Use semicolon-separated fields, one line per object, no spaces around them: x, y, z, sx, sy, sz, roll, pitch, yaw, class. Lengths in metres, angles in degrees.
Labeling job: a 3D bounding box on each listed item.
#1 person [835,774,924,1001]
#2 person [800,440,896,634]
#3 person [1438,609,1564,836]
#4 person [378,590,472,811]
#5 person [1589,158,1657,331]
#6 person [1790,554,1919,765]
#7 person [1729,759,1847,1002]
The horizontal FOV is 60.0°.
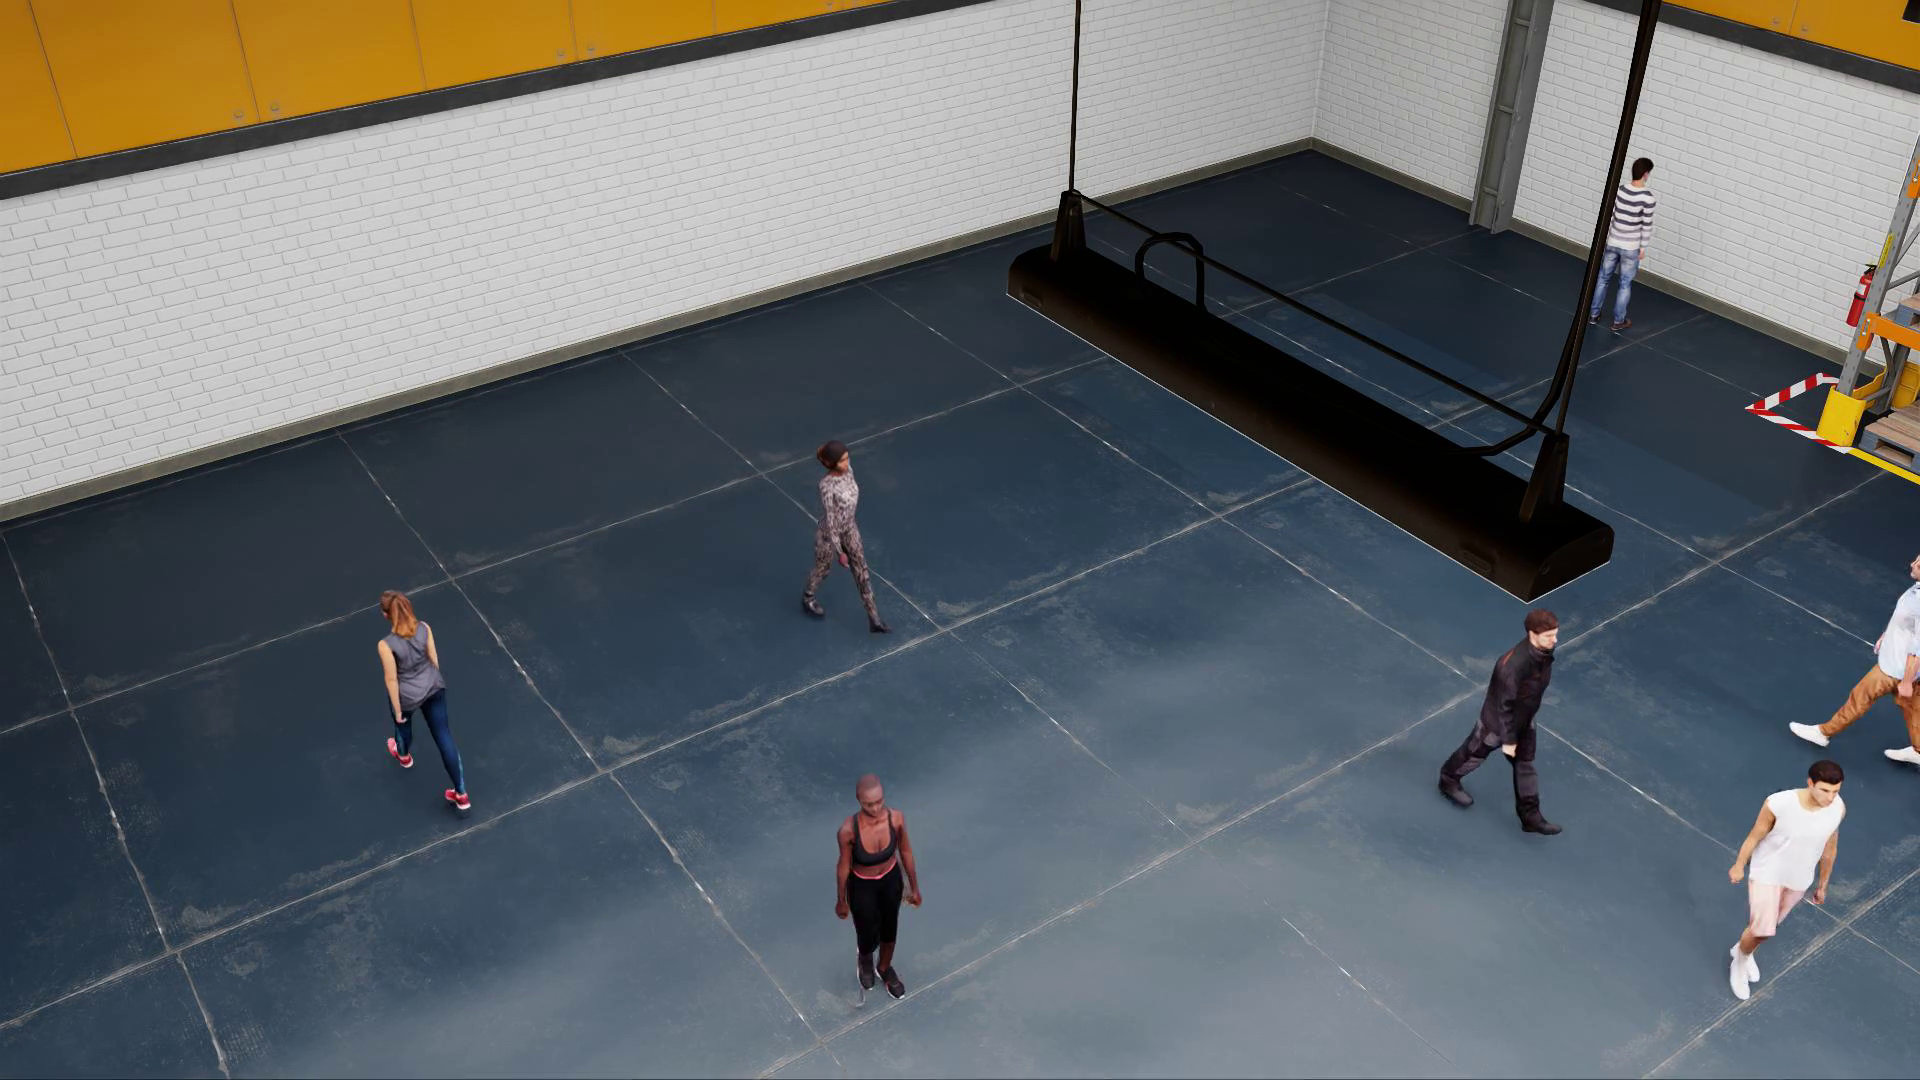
-0.539;2.034;9.947;0.718;1.756;0.690;-16;37;-23;person
-1.042;-0.029;13.135;1.220;1.662;0.821;24;40;31;person
3.624;1.161;11.235;0.775;1.784;1.151;-25;41;-32;person
-3.665;1.126;11.394;1.224;1.666;0.745;28;43;36;person
7.042;-3.144;17.653;0.739;1.847;0.528;-29;43;-36;person
6.705;0.872;11.674;1.276;1.779;1.021;18;38;25;person
4.944;1.943;10.070;0.806;1.771;0.851;0;34;0;person
